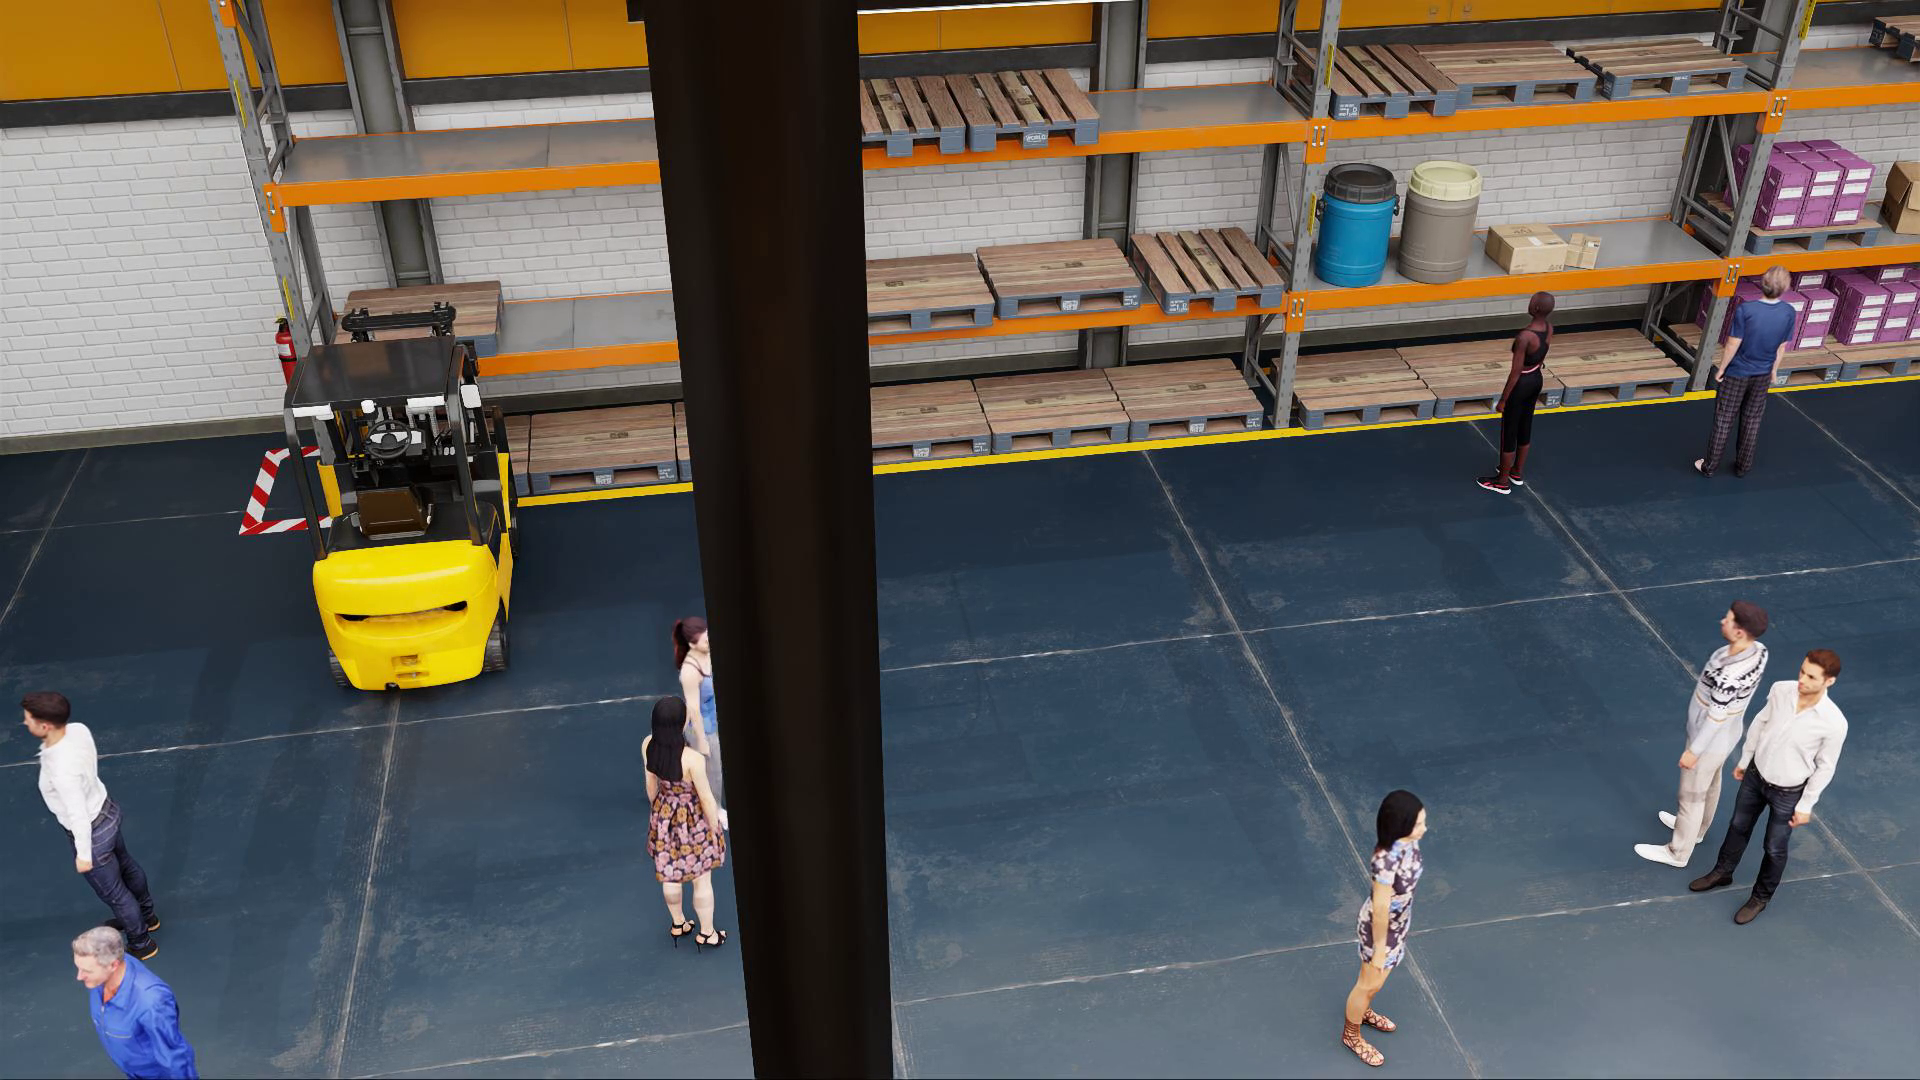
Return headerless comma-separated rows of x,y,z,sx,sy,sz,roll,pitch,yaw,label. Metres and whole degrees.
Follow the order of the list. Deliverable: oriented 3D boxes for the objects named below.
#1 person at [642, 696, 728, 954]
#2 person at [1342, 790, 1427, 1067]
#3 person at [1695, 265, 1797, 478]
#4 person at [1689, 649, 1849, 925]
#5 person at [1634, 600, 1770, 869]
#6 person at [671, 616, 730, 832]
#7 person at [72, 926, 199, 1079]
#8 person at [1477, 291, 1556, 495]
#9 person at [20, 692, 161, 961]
-1.534,1.580,9.239,0.790,1.773,0.863,15,37,22,person
2.213,1.992,8.657,0.715,1.733,0.678,17,37,24,person
6.439,-1.367,13.586,0.566,1.871,0.771,2,34,3,person
4.653,1.374,9.462,0.665,1.871,0.719,-18,38,-25,person
4.454,1.141,9.821,0.824,1.862,0.738,25,41,33,person
-1.590,1.104,10.112,0.791,1.600,0.713,7,34,10,person
-3.782,2.470,7.856,0.783,1.823,0.827,23,40,30,person
4.553,-1.200,13.437,0.620,1.758,0.727,-24,41,-32,person
-4.771,1.573,9.165,0.598,1.868,0.626,-8,34,-12,person
